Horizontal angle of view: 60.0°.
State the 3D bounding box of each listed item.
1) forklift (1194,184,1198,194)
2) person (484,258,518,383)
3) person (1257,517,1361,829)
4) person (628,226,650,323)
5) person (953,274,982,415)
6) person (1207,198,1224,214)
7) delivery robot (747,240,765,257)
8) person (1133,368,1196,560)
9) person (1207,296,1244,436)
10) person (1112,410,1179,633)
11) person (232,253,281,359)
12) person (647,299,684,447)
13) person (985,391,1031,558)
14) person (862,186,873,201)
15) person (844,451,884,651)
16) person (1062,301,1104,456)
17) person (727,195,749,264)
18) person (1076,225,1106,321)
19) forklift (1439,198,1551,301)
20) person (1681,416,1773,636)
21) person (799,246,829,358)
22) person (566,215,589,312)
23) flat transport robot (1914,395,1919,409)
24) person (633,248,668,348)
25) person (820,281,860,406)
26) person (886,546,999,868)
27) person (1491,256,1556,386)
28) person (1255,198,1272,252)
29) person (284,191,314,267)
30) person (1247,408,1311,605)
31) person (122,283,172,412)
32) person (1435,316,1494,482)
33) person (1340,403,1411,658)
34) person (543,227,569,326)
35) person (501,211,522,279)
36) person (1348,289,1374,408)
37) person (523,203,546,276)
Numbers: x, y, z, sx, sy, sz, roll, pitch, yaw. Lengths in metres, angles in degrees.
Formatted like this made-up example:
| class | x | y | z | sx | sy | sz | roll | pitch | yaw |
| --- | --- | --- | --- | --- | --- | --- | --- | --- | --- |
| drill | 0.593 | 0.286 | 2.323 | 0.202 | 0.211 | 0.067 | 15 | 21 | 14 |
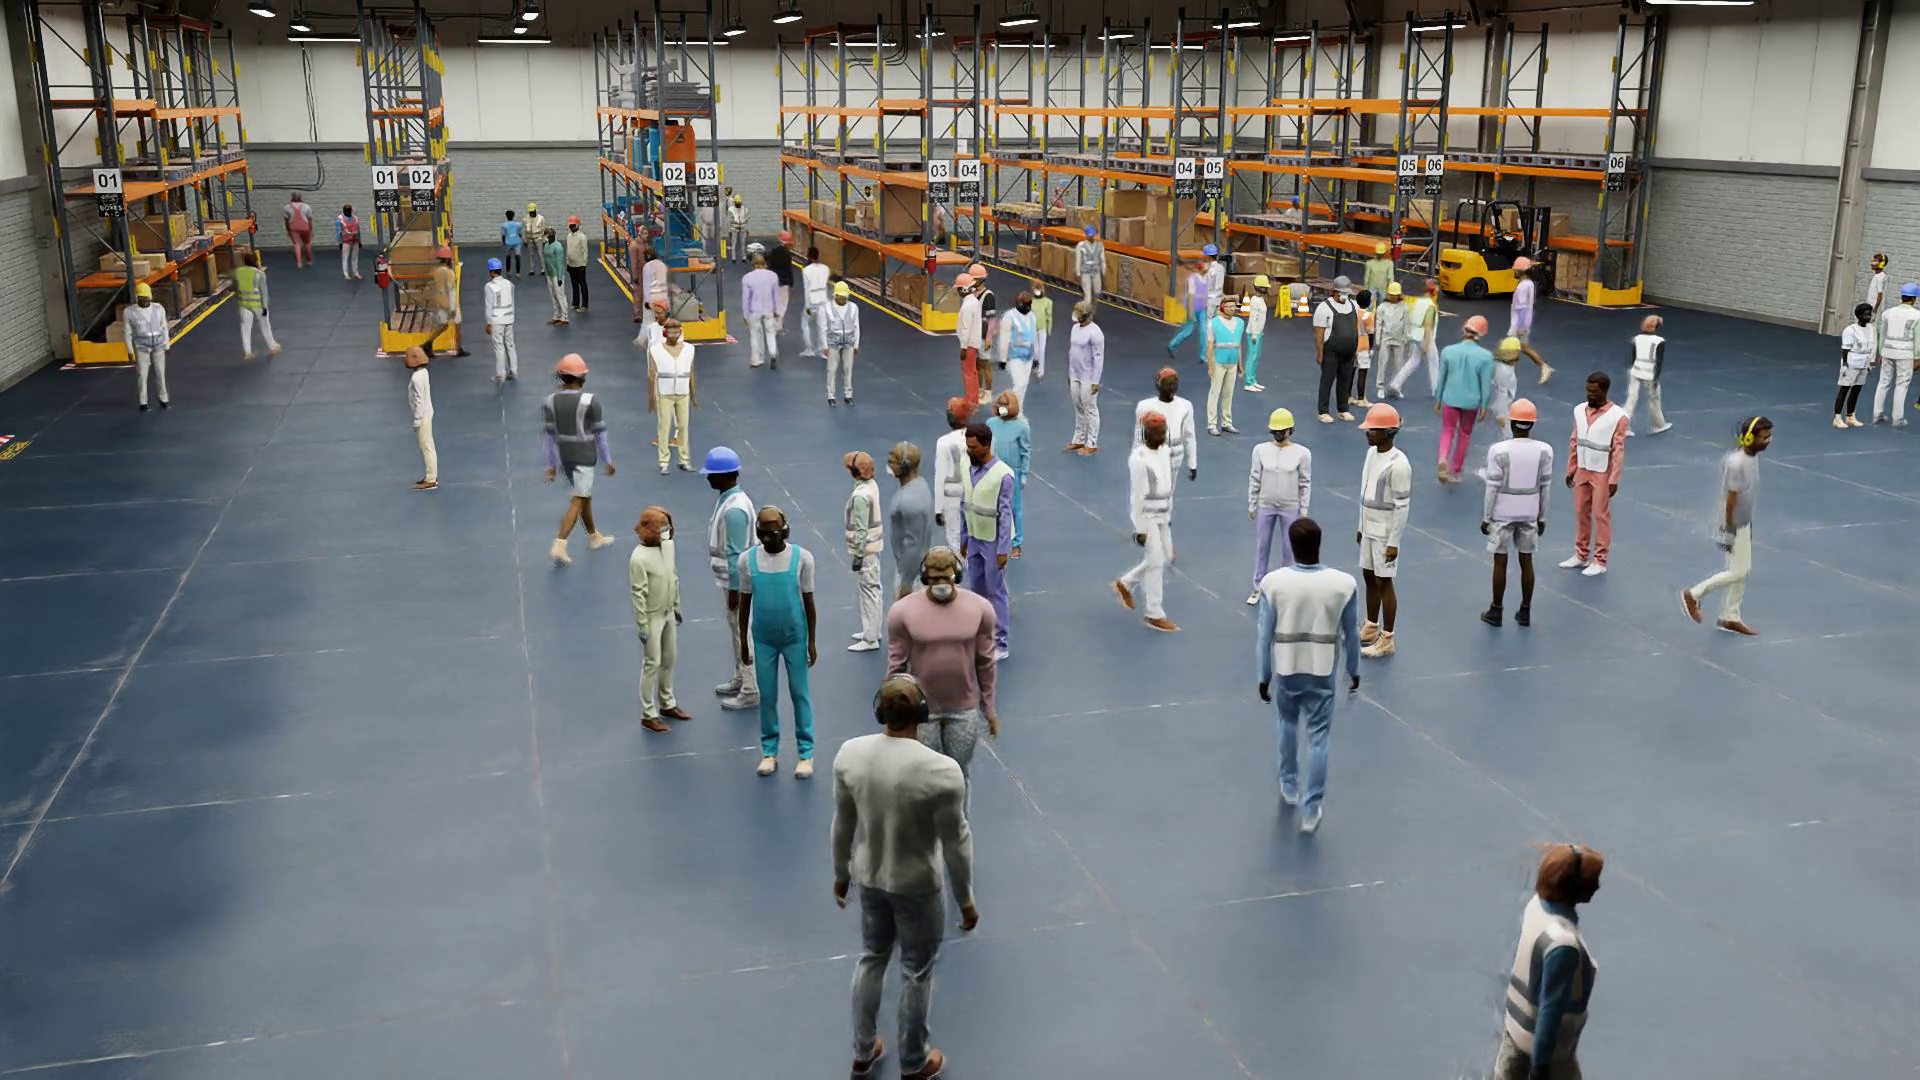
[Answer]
| class | x | y | z | sx | sy | sz | roll | pitch | yaw |
| --- | --- | --- | --- | --- | --- | --- | --- | --- | --- |
| forklift | 7.392 | -11.333 | 53.972 | 1.873 | 2.768 | 1.129 | -4 | 15 | -15 |
| person | -7.217 | -3.441 | 26.093 | 0.411 | 1.940 | 0.602 | 7 | 16 | 23 |
| person | 2.159 | 0.784 | 10.281 | 0.627 | 1.880 | 0.783 | 4 | 15 | 14 |
| person | -6.317 | -5.283 | 33.102 | 0.401 | 1.899 | 0.647 | 5 | 16 | 18 |
| person | 0.102 | -2.752 | 23.411 | 0.413 | 1.982 | 0.625 | 3 | 15 | 11 |
| person | 7.880 | -10.044 | 51.387 | 0.533 | 1.698 | 0.322 | 5 | 16 | 19 |
| delivery robot | -5.587 | -7.970 | 45.597 | 0.477 | 0.478 | 0.707 | -6 | 16 | -21 |
| person | 1.995 | -0.762 | 16.211 | 0.594 | 1.838 | 0.995 | -3 | 15 | -13 |
| person | 3.499 | -2.316 | 22.024 | 0.563 | 1.846 | 0.390 | -8 | 17 | -29 |
| person | 1.582 | -0.184 | 13.953 | 0.654 | 1.868 | 0.577 | 11 | 18 | 35 |
| person | -12.138 | -4.038 | 28.611 | 0.638 | 1.795 | 0.947 | 1 | 15 | 4 |
| person | -3.758 | -2.134 | 21.276 | 0.574 | 1.880 | 0.358 | 8 | 17 | 28 |
| person | 0.441 | -0.640 | 16.119 | 0.498 | 1.636 | 0.286 | 7 | 17 | 26 |
| person | -2.690 | -9.544 | 49.209 | 0.509 | 1.861 | 0.325 | 10 | 18 | 32 |
| person | -0.768 | 0.087 | 13.387 | 0.315 | 1.636 | 0.515 | 2 | 15 | 7 |
| person | 1.549 | -2.013 | 20.714 | 0.376 | 1.936 | 0.627 | -8 | 17 | -27 |
| person | -5.972 | -8.372 | 44.832 | 0.590 | 1.836 | 0.404 | -6 | 16 | -20 |
| person | 2.606 | -5.349 | 33.278 | 0.636 | 1.923 | 0.516 | -2 | 15 | -9 |
| forklift | 11.913 | -6.508 | 37.130 | 2.313 | 2.155 | 1.214 | -4 | 15 | -15 |
| person | 6.403 | -0.125 | 13.770 | 0.522 | 1.851 | 0.537 | 14 | 20 | 42 |
| person | -2.532 | -4.089 | 28.592 | 0.599 | 1.897 | 0.658 | -13 | 20 | -41 |
| person | -7.994 | -5.753 | 34.671 | 0.611 | 1.997 | 0.375 | 12 | 19 | 37 |
| flat transport robot | 14.377 | -1.907 | 23.504 | 1.431 | 0.197 | 0.652 | 13 | 20 | 40 |
| person | -5.454 | -4.286 | 29.557 | 0.839 | 1.792 | 0.652 | 9 | 17 | 31 |
| person | -1.720 | -2.830 | 24.033 | 0.588 | 1.816 | 0.420 | -5 | 16 | -19 |
| person | -0.104 | 0.959 | 9.527 | 0.635 | 1.937 | 0.359 | -2 | 15 | -8 |
| person | 8.722 | -3.351 | 25.615 | 0.915 | 2.017 | 0.618 | 9 | 17 | 29 |
| person | 8.285 | -8.469 | 45.413 | 0.536 | 1.724 | 0.889 | -5 | 16 | -17 |
| person | -17.492 | -8.271 | 44.062 | 0.692 | 2.000 | 1.007 | -4 | 15 | -14 |
| person | 2.776 | -0.278 | 14.510 | 0.534 | 1.767 | 0.317 | 5 | 16 | 20 |
| person | -11.554 | -2.750 | 23.691 | 0.600 | 1.827 | 0.404 | -14 | 20 | -43 |
| person | 5.751 | -1.581 | 19.046 | 0.626 | 1.960 | 0.691 | 7 | 17 | 25 |
| person | 3.307 | -0.075 | 13.215 | 0.379 | 2.041 | 0.616 | -3 | 15 | -12 |
| person | -7.931 | -5.154 | 32.557 | 0.380 | 1.930 | 0.625 | -12 | 19 | -38 |
| person | -11.123 | -7.342 | 41.304 | 0.531 | 1.640 | 0.857 | -6 | 16 | -23 |
| person | 5.764 | -2.755 | 23.961 | 0.322 | 1.697 | 0.533 | -8 | 17 | -28 |
| person | -10.650 | -7.517 | 41.648 | 0.598 | 1.824 | 0.403 | 2 | 15 | 8 |
